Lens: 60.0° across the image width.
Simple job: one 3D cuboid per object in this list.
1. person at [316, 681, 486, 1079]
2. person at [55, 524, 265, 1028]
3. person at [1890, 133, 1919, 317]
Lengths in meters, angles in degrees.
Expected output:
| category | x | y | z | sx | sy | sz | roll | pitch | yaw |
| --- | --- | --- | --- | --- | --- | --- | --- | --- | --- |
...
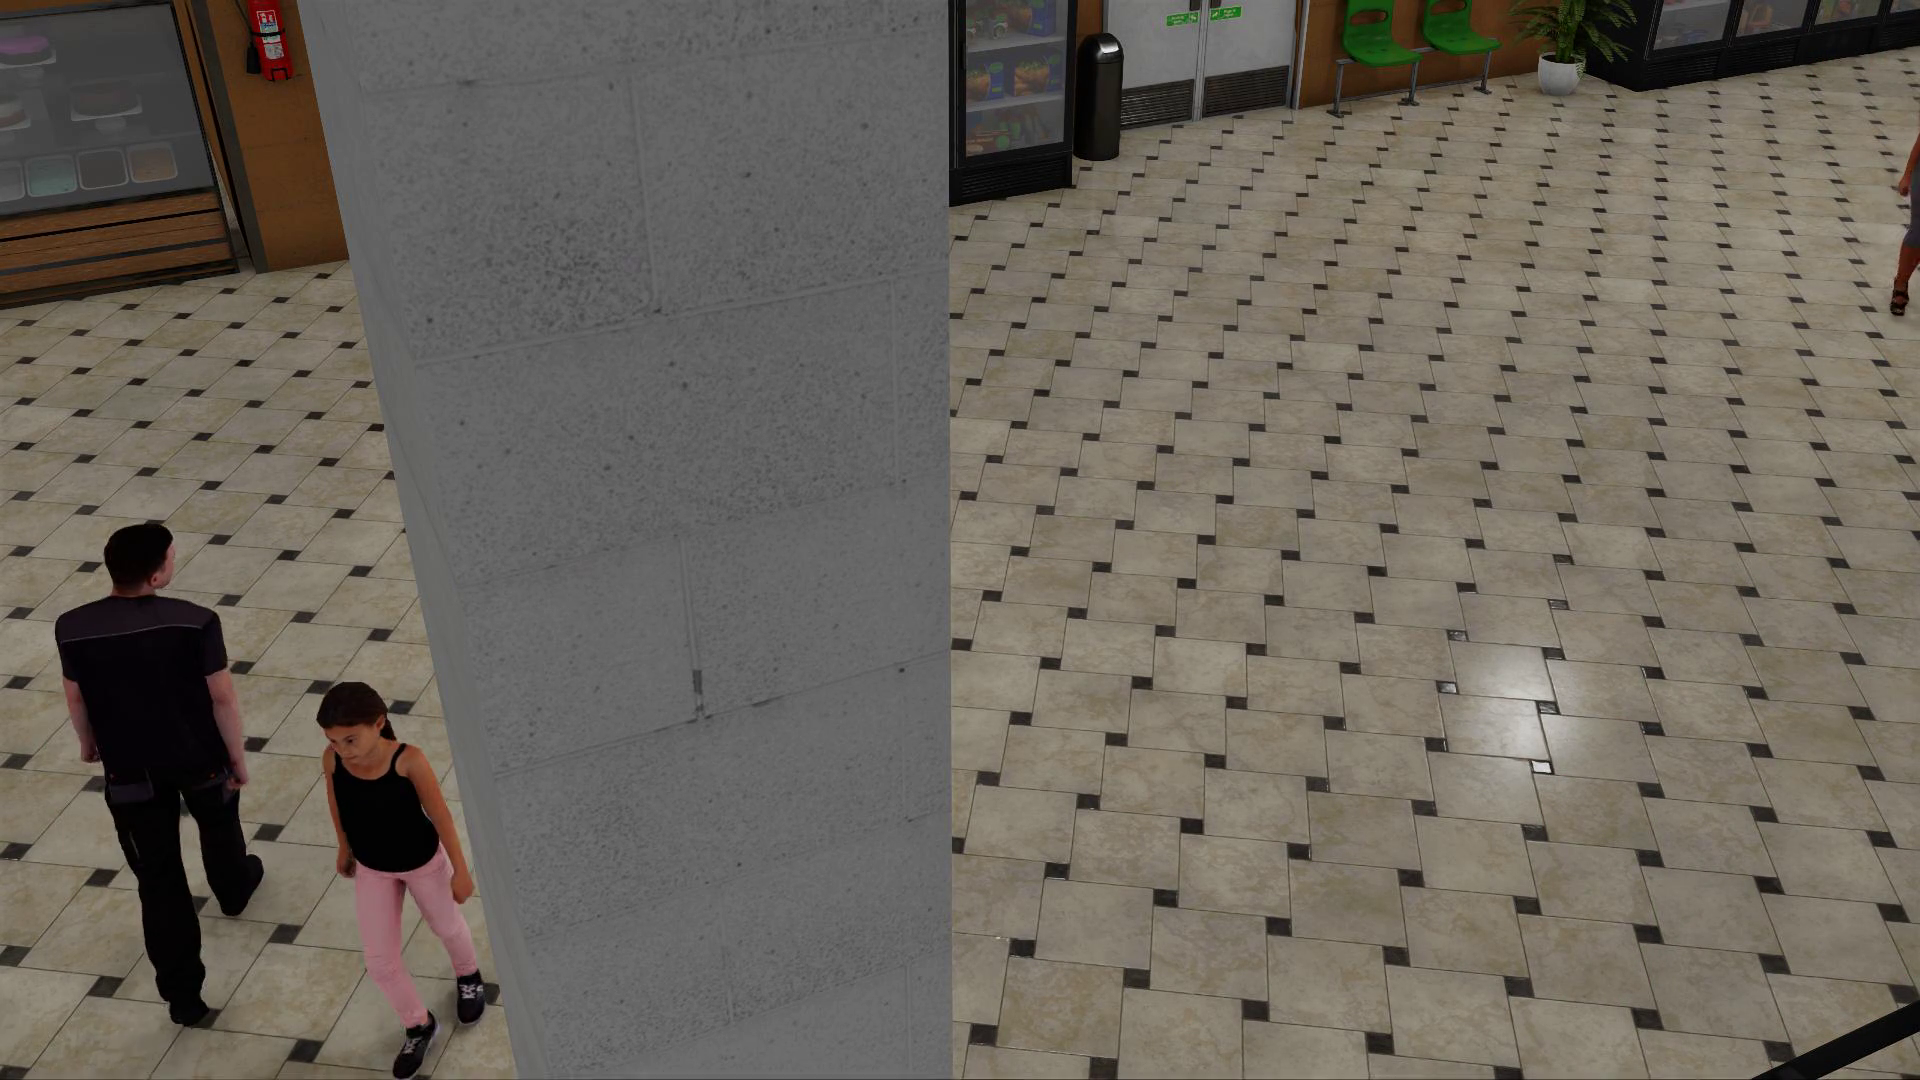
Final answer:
| category | x | y | z | sx | sy | sz | roll | pitch | yaw |
| --- | --- | --- | --- | --- | --- | --- | --- | --- | --- |
| person | -1.859 | 1.045 | 5.580 | 0.814 | 1.537 | 0.901 | -2 | 32 | -3 |
| person | -2.719 | 0.822 | 5.690 | 0.869 | 1.799 | 1.226 | -11 | 34 | -18 |
| person | 6.365 | -2.367 | 10.847 | 0.796 | 1.766 | 0.863 | 5 | 32 | 8 |
